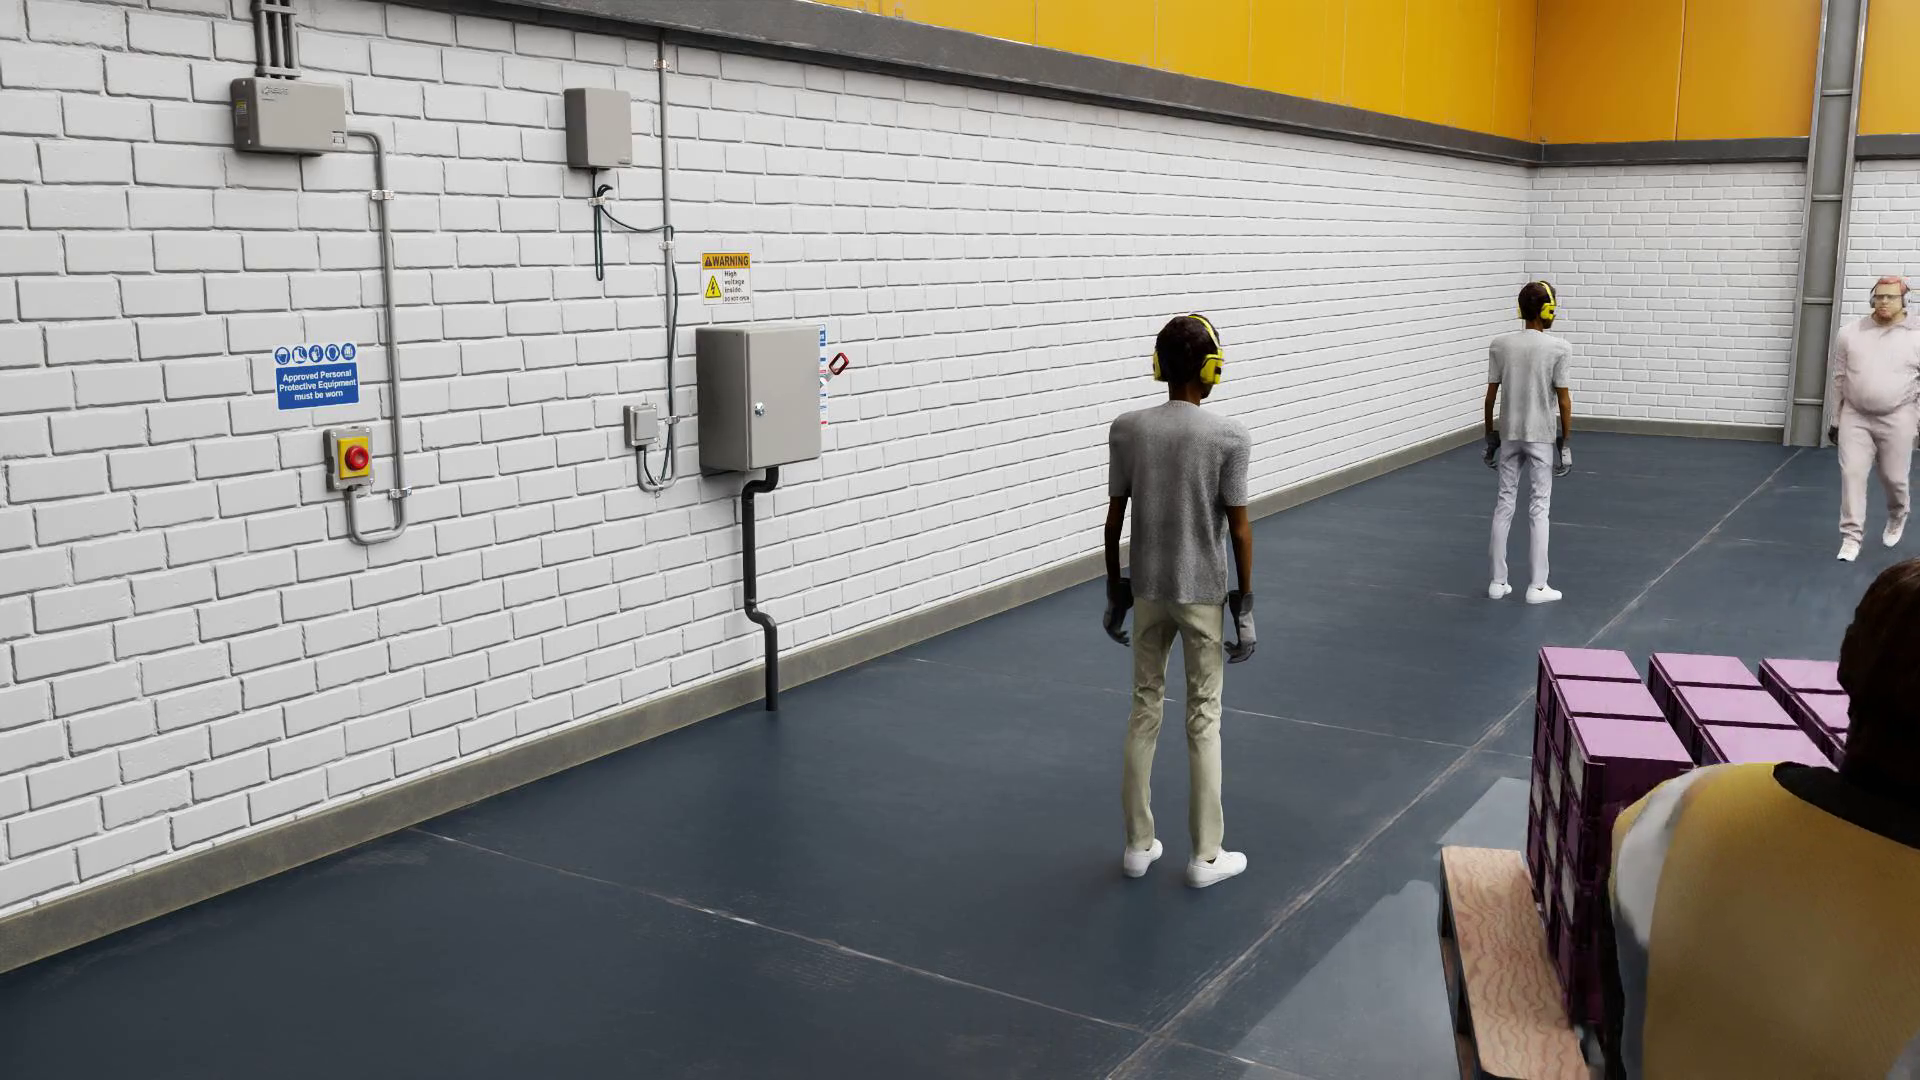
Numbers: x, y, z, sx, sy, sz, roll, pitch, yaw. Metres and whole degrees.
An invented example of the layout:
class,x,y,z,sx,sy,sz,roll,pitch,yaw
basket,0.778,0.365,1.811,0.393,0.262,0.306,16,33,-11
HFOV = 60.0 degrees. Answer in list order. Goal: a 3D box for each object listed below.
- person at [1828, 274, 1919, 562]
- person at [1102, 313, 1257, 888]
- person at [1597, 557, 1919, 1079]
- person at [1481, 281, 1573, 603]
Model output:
class,x,y,z,sx,sy,sz,roll,pitch,yaw
person,6.131,-0.818,11.054,0.650,1.883,0.822,8,13,38
person,0.716,0.201,5.442,0.535,1.864,0.309,6,12,28
person,0.909,0.900,1.672,0.450,1.826,0.659,-3,11,-18
person,3.306,-0.566,9.685,0.536,1.866,0.314,9,13,39
